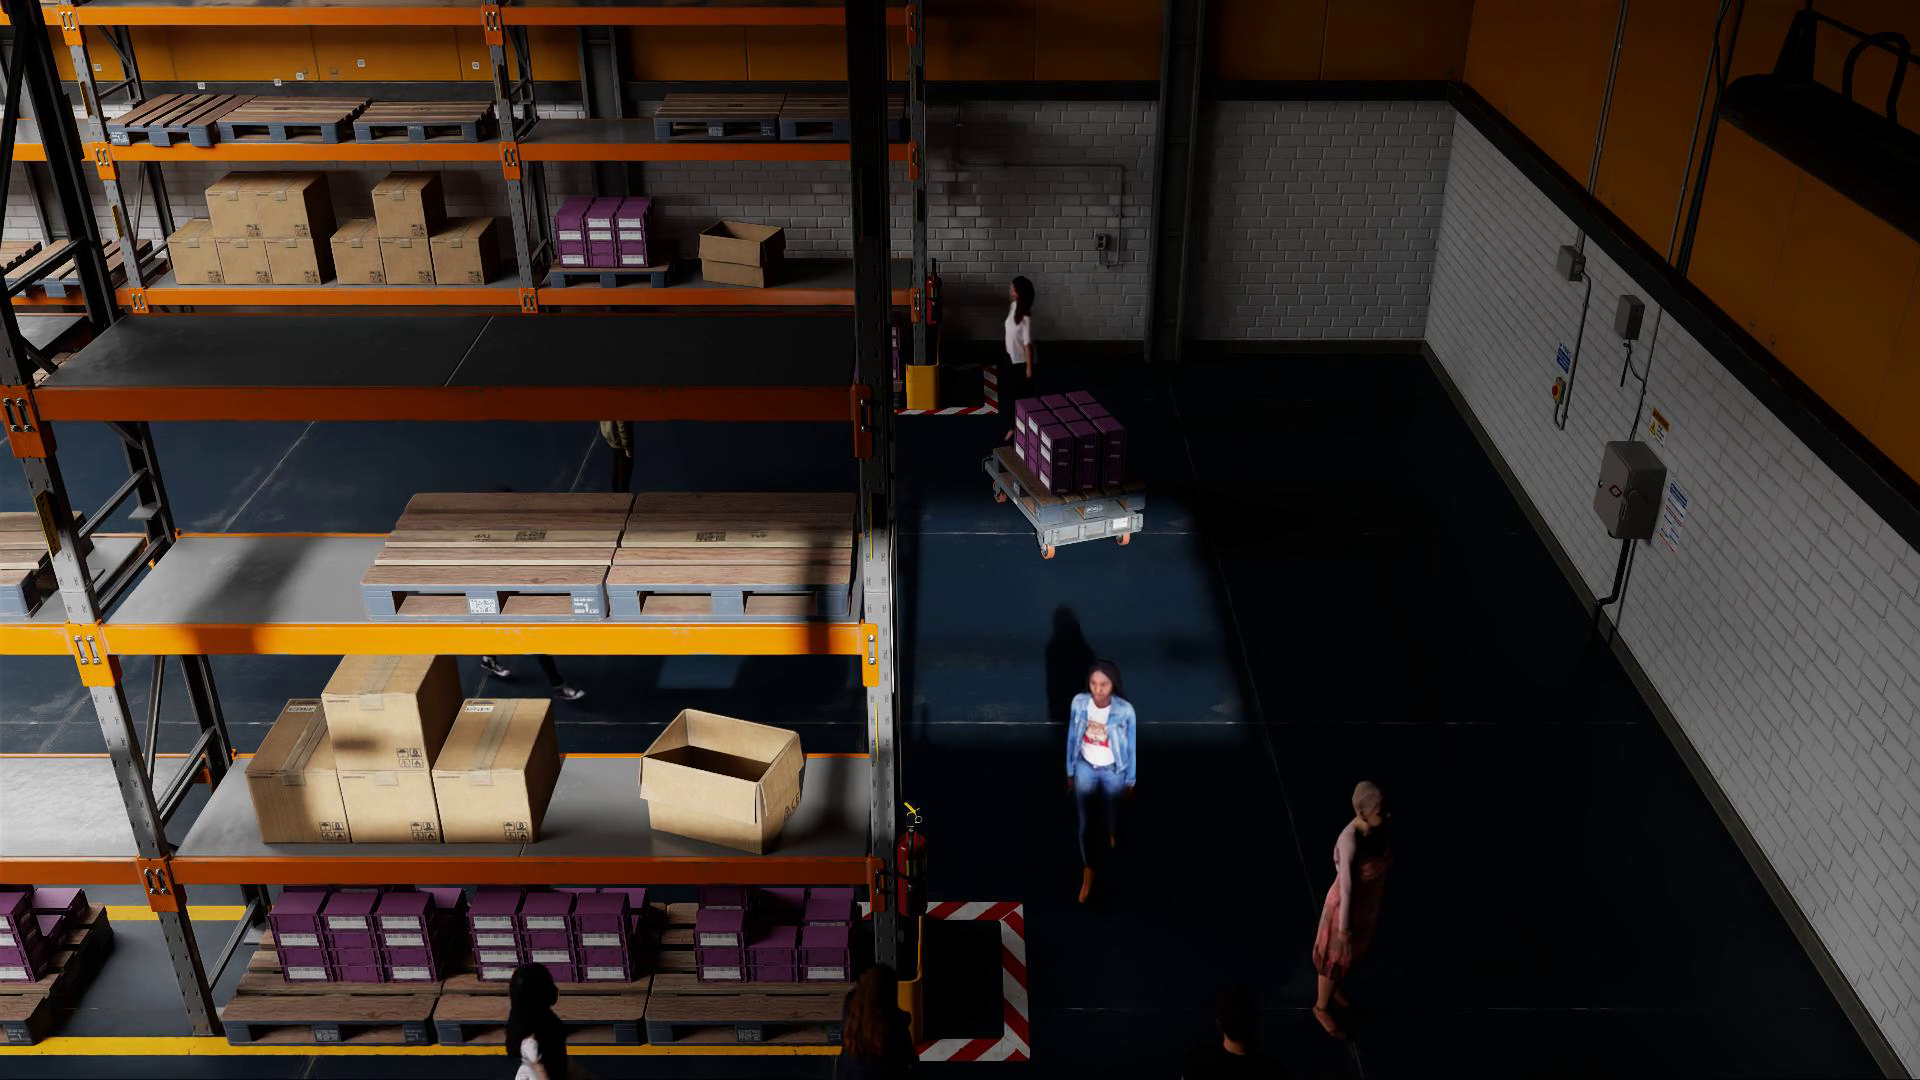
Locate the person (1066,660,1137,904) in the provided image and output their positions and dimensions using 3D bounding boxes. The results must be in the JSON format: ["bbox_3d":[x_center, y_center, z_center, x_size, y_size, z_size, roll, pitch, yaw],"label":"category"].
[{"bbox_3d":[0.922,1.466,10.547,0.924,1.701,0.874,11,30,19],"label":"person"}]

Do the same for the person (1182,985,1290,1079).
[{"bbox_3d":[1.222,2.954,7.704,1.148,1.812,0.855,7,29,12],"label":"person"}]

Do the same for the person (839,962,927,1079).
[{"bbox_3d":[-0.458,2.785,8.382,0.976,1.460,1.006,23,36,35],"label":"person"}]

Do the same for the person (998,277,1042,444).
[{"bbox_3d":[0.715,-1.755,16.379,1.040,1.772,0.814,-10,30,-17],"label":"person"}]

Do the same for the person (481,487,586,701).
[{"bbox_3d":[-3.405,0.384,12.517,1.303,1.714,0.948,12,31,21],"label":"person"}]

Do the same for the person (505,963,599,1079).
[{"bbox_3d":[-2.085,2.783,8.076,0.807,1.756,0.701,-5,29,-9],"label":"person"}]

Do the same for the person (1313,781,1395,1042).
[{"bbox_3d":[2.223,2.072,9.446,0.738,1.690,0.699,19,34,30],"label":"person"}]
